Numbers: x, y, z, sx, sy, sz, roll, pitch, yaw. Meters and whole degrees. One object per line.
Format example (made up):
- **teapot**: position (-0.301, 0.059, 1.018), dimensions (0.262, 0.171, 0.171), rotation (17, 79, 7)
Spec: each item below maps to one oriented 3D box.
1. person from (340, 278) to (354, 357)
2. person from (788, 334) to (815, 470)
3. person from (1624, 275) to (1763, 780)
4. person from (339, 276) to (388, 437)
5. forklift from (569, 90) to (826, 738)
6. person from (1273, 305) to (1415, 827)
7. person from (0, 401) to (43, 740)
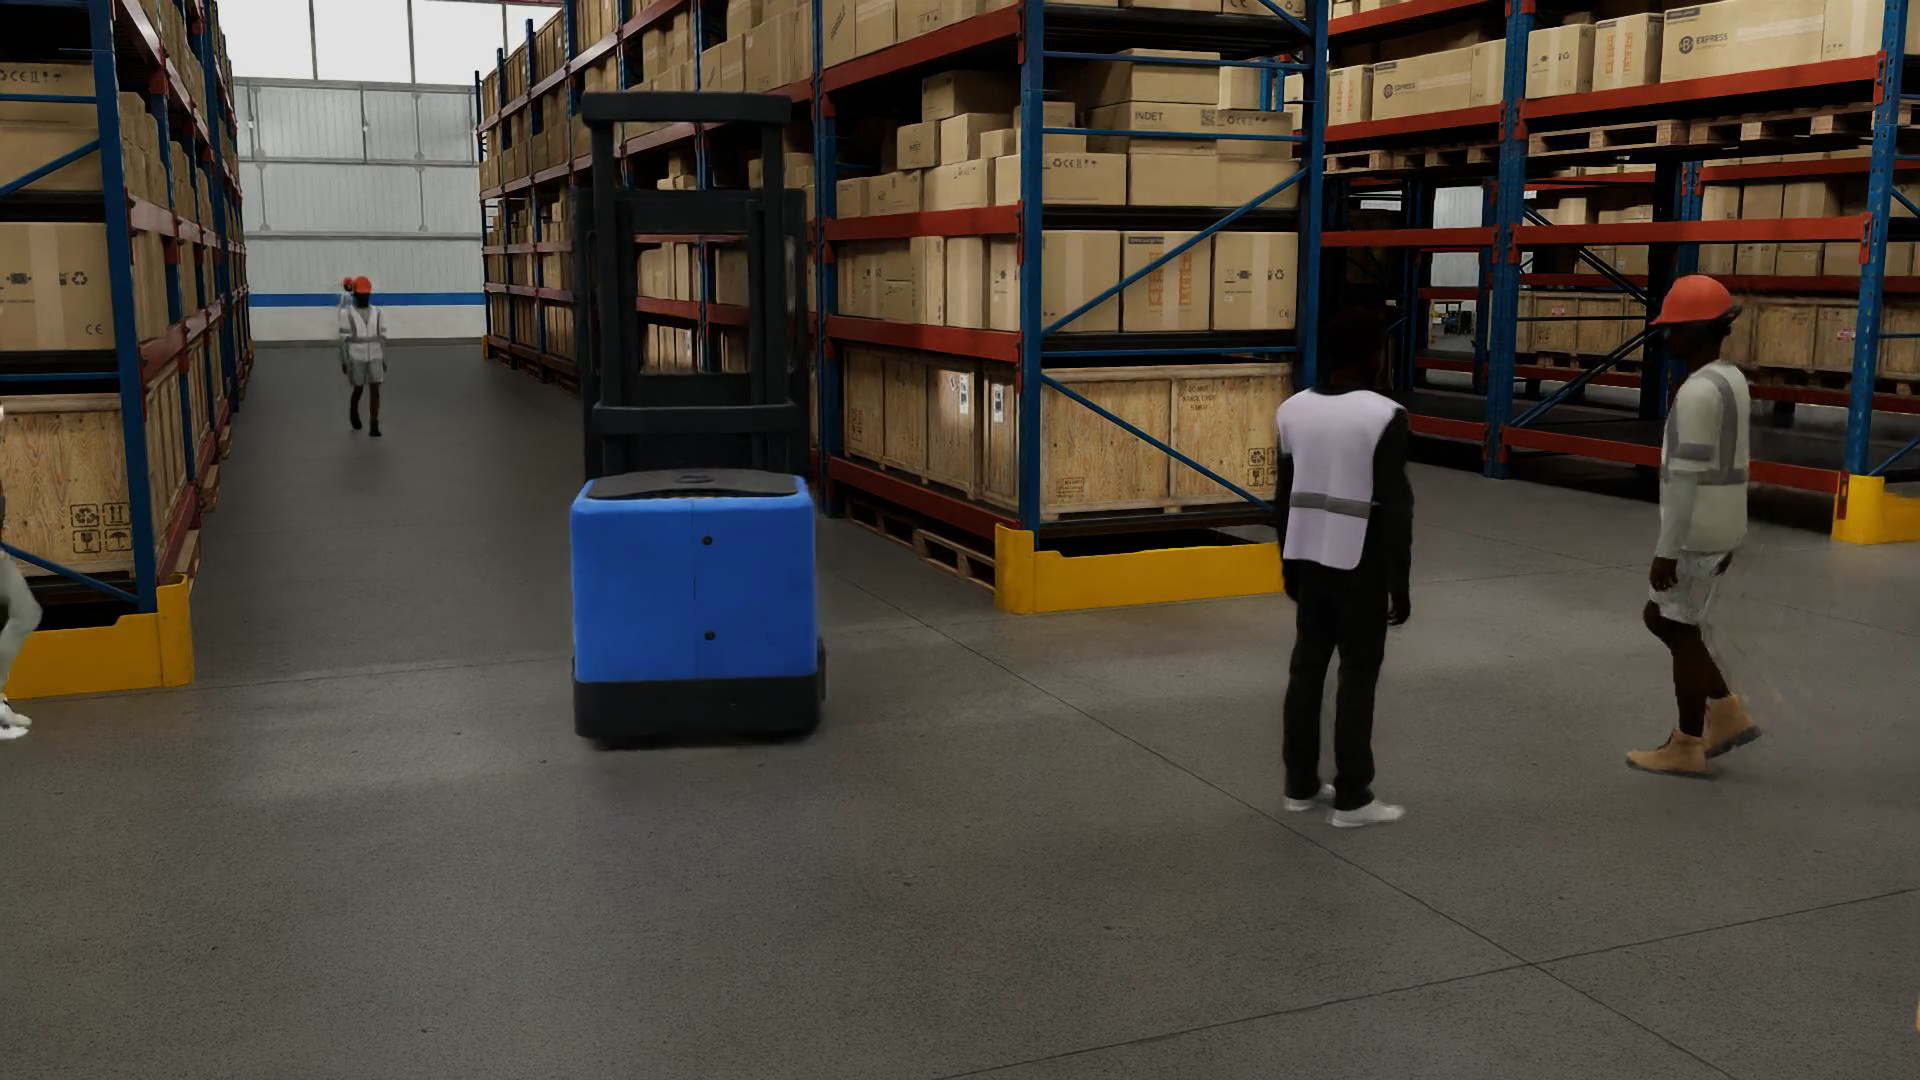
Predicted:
- **person**: position (-13.261, -4.843, 36.328), dimensions (0.693, 1.723, 0.580), rotation (-6, 11, -31)
- **person**: position (-1.240, -0.589, 11.177), dimensions (0.528, 1.615, 0.754), rotation (-4, 10, -24)
- **person**: position (2.913, -0.035, 6.647), dimensions (0.433, 2.025, 0.613), rotation (6, 11, 32)
- **person**: position (-7.142, -2.199, 19.926), dimensions (0.544, 1.920, 0.584), rotation (-7, 12, -35)
- **forklift**: position (-1.232, -0.650, 7.754), dimensions (1.129, 2.768, 1.873), rotation (-1, 10, -7)
- **person**: position (1.405, 0.100, 6.146), dimensions (0.373, 1.914, 0.596), rotation (-7, 12, -36)
- **person**: position (-4.185, 0.074, 7.164), dimensions (0.386, 1.617, 0.532), rotation (-3, 10, -20)
